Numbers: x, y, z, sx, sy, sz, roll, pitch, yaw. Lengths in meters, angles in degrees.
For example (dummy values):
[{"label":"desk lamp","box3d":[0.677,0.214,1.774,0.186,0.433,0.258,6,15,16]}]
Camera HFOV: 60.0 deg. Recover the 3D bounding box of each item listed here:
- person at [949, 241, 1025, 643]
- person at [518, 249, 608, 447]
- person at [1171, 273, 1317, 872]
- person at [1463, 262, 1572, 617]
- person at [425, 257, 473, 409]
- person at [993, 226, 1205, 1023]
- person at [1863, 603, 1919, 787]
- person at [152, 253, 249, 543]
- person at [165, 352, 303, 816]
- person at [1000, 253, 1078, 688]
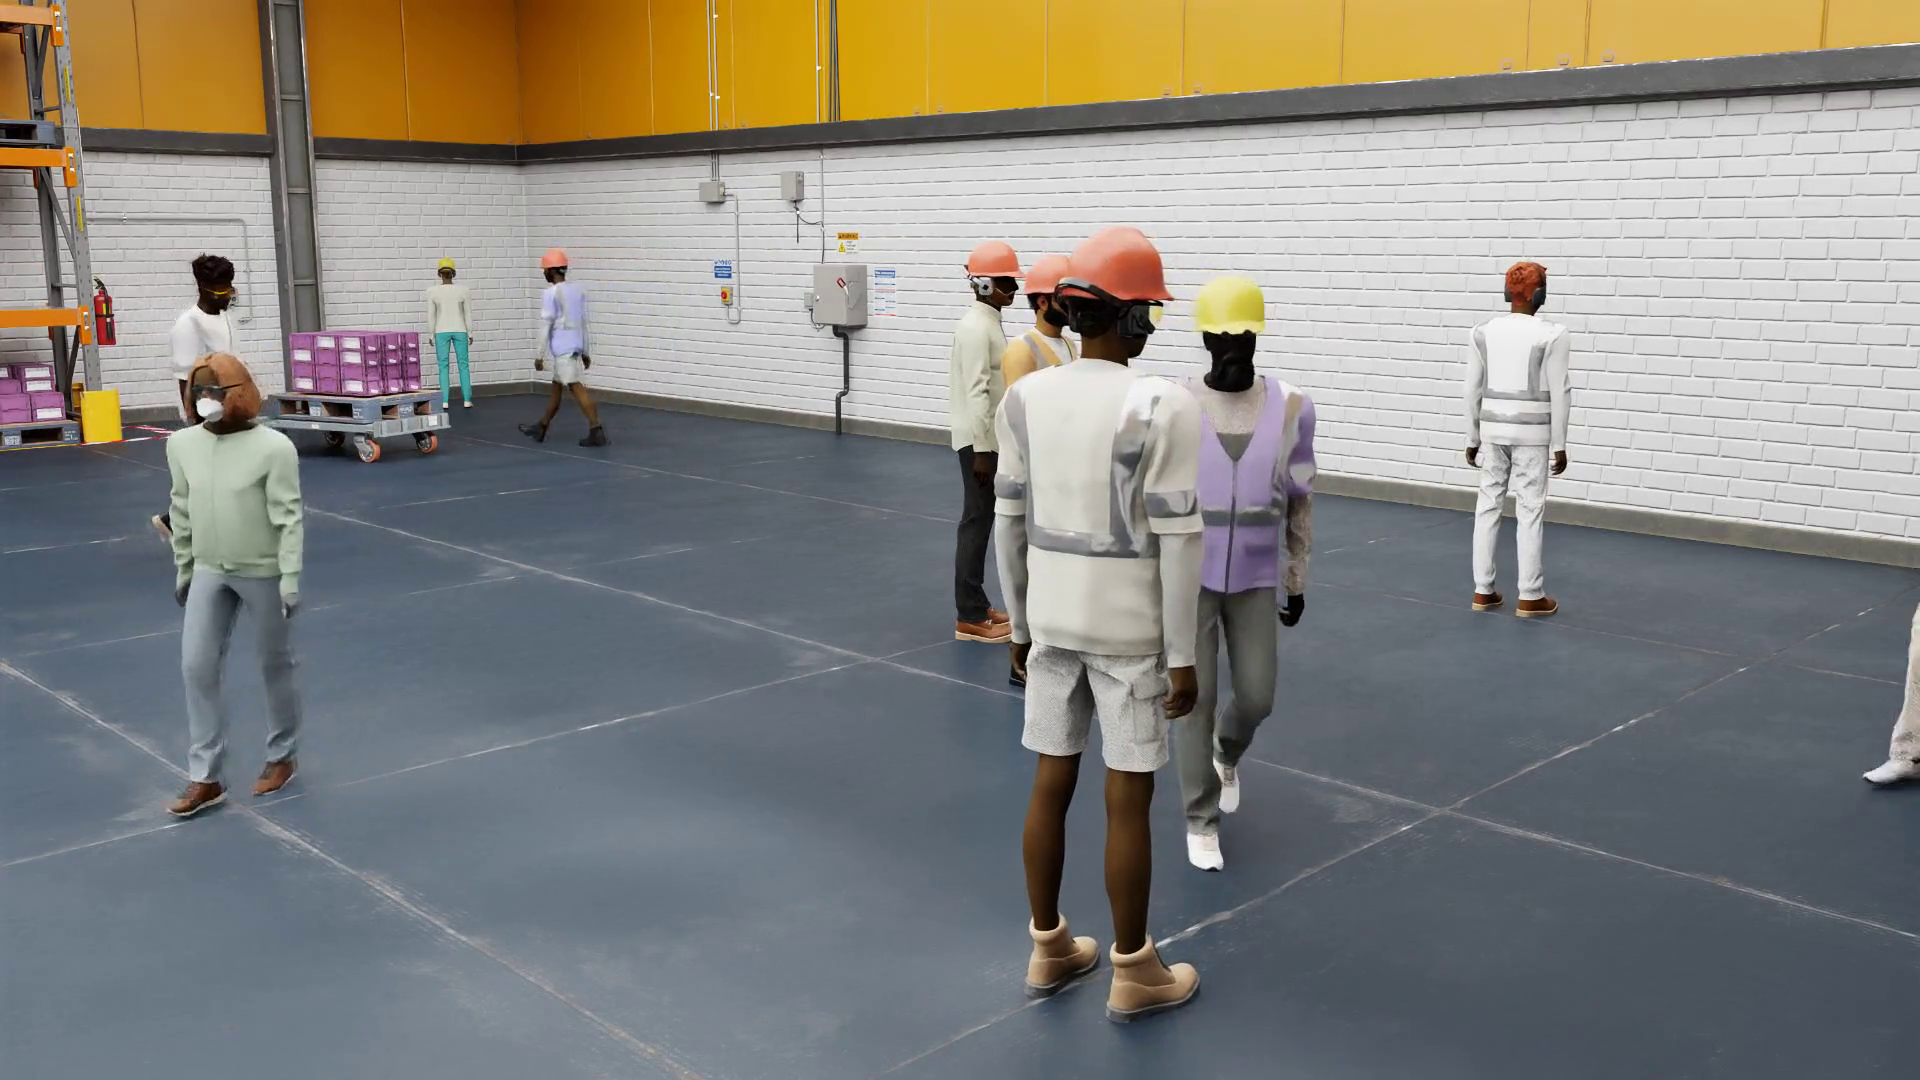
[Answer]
[{"label":"person","box3d":[0.143,-0.493,8.359,0.397,1.992,0.623,1,10,4]},{"label":"person","box3d":[-3.842,-1.833,15.962,1.046,1.877,0.560,4,11,19]},{"label":"person","box3d":[0.843,0.094,5.403,0.597,1.912,0.584,-1,10,-3]},{"label":"person","box3d":[2.969,-0.532,8.880,0.360,1.883,0.574,-10,14,-44]},{"label":"person","box3d":[-5.944,-2.405,19.408,0.524,1.769,0.308,-4,11,-23]},{"label":"person","box3d":[0.373,0.221,4.330,0.609,2.044,0.395,9,13,39]},{"label":"person","box3d":[3.633,0.134,5.966,0.729,1.606,0.532,-5,12,-26]},{"label":"person","box3d":[-4.620,-0.776,10.106,0.729,1.924,0.668,0,10,2]},{"label":"person","box3d":[-2.577,0.158,5.825,0.523,1.608,0.670,1,10,5]},{"label":"person","box3d":[0.402,-0.300,7.452,0.347,1.942,0.544,5,12,28]}]
